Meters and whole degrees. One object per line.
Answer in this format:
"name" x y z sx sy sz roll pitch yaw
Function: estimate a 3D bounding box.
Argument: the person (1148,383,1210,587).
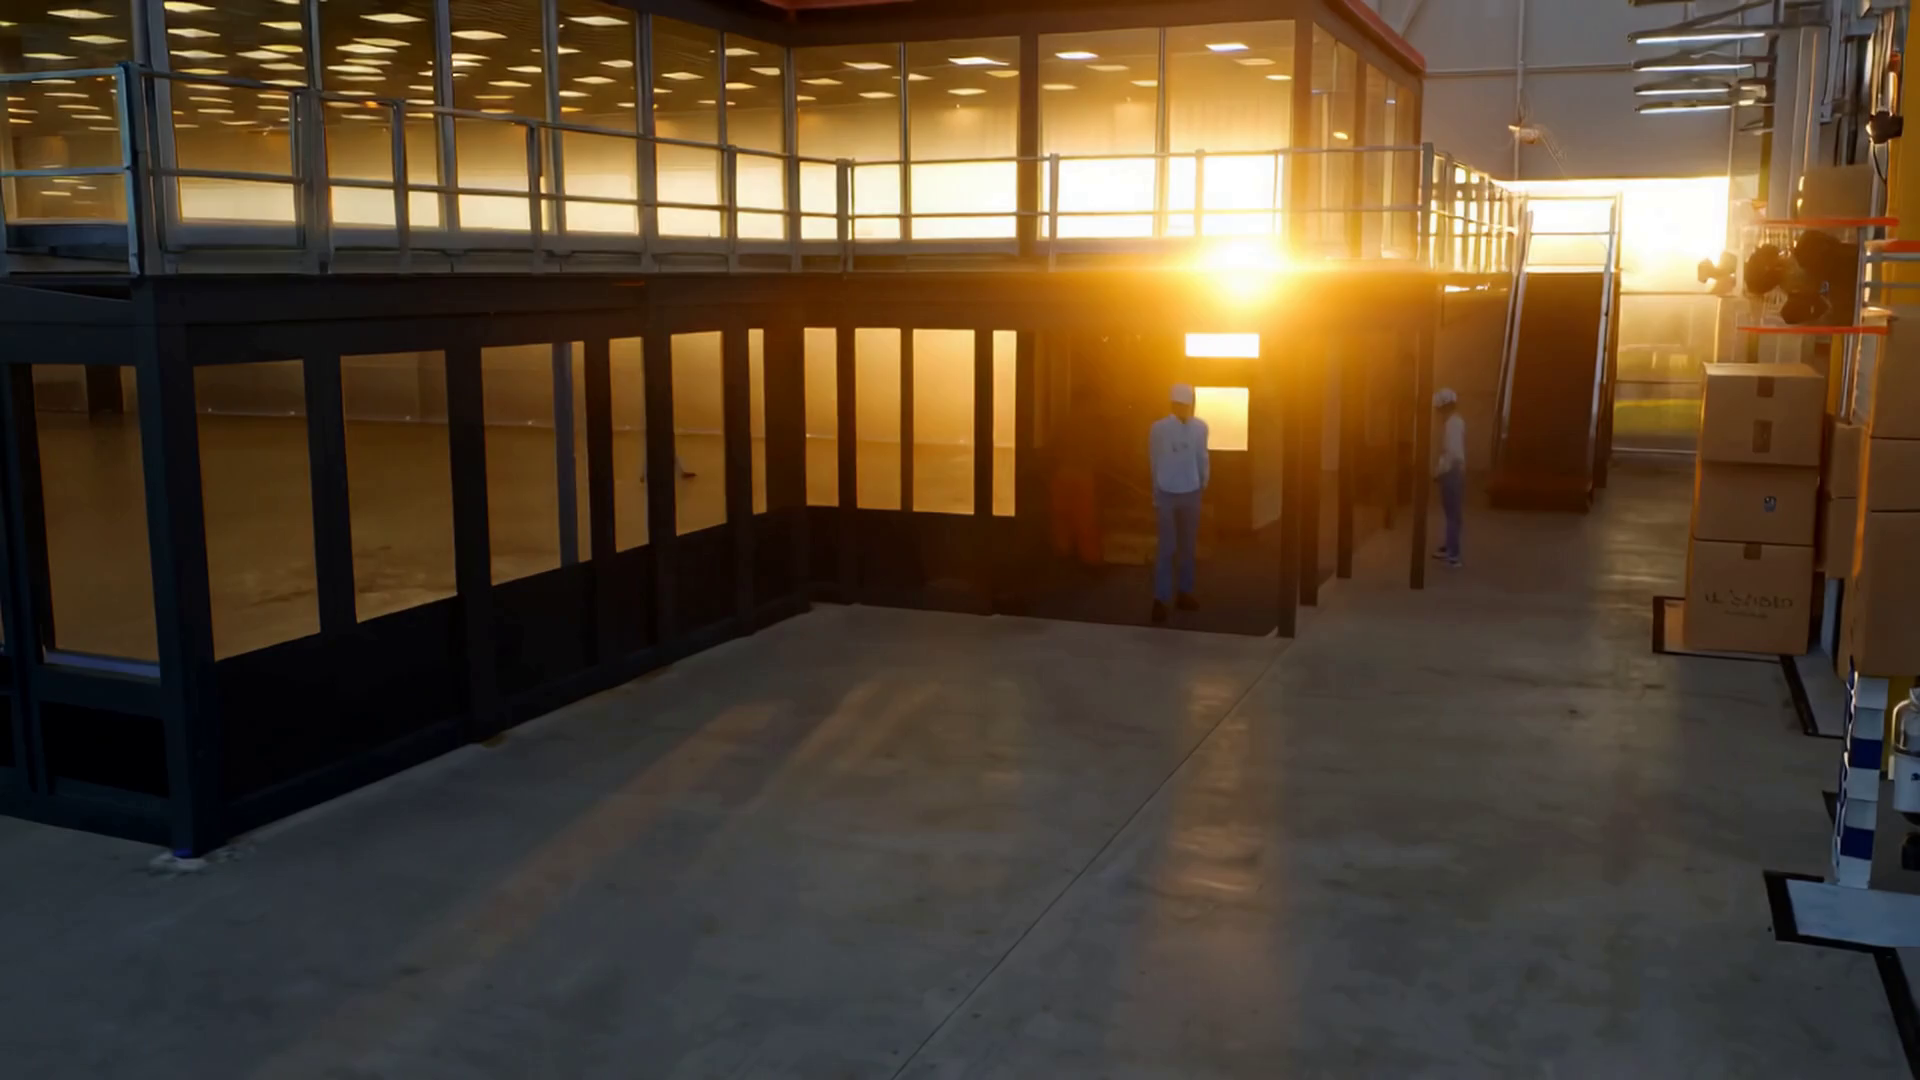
"person" 2.123 -0.528 16.087 0.614 1.988 0.400 -2 9 -11
